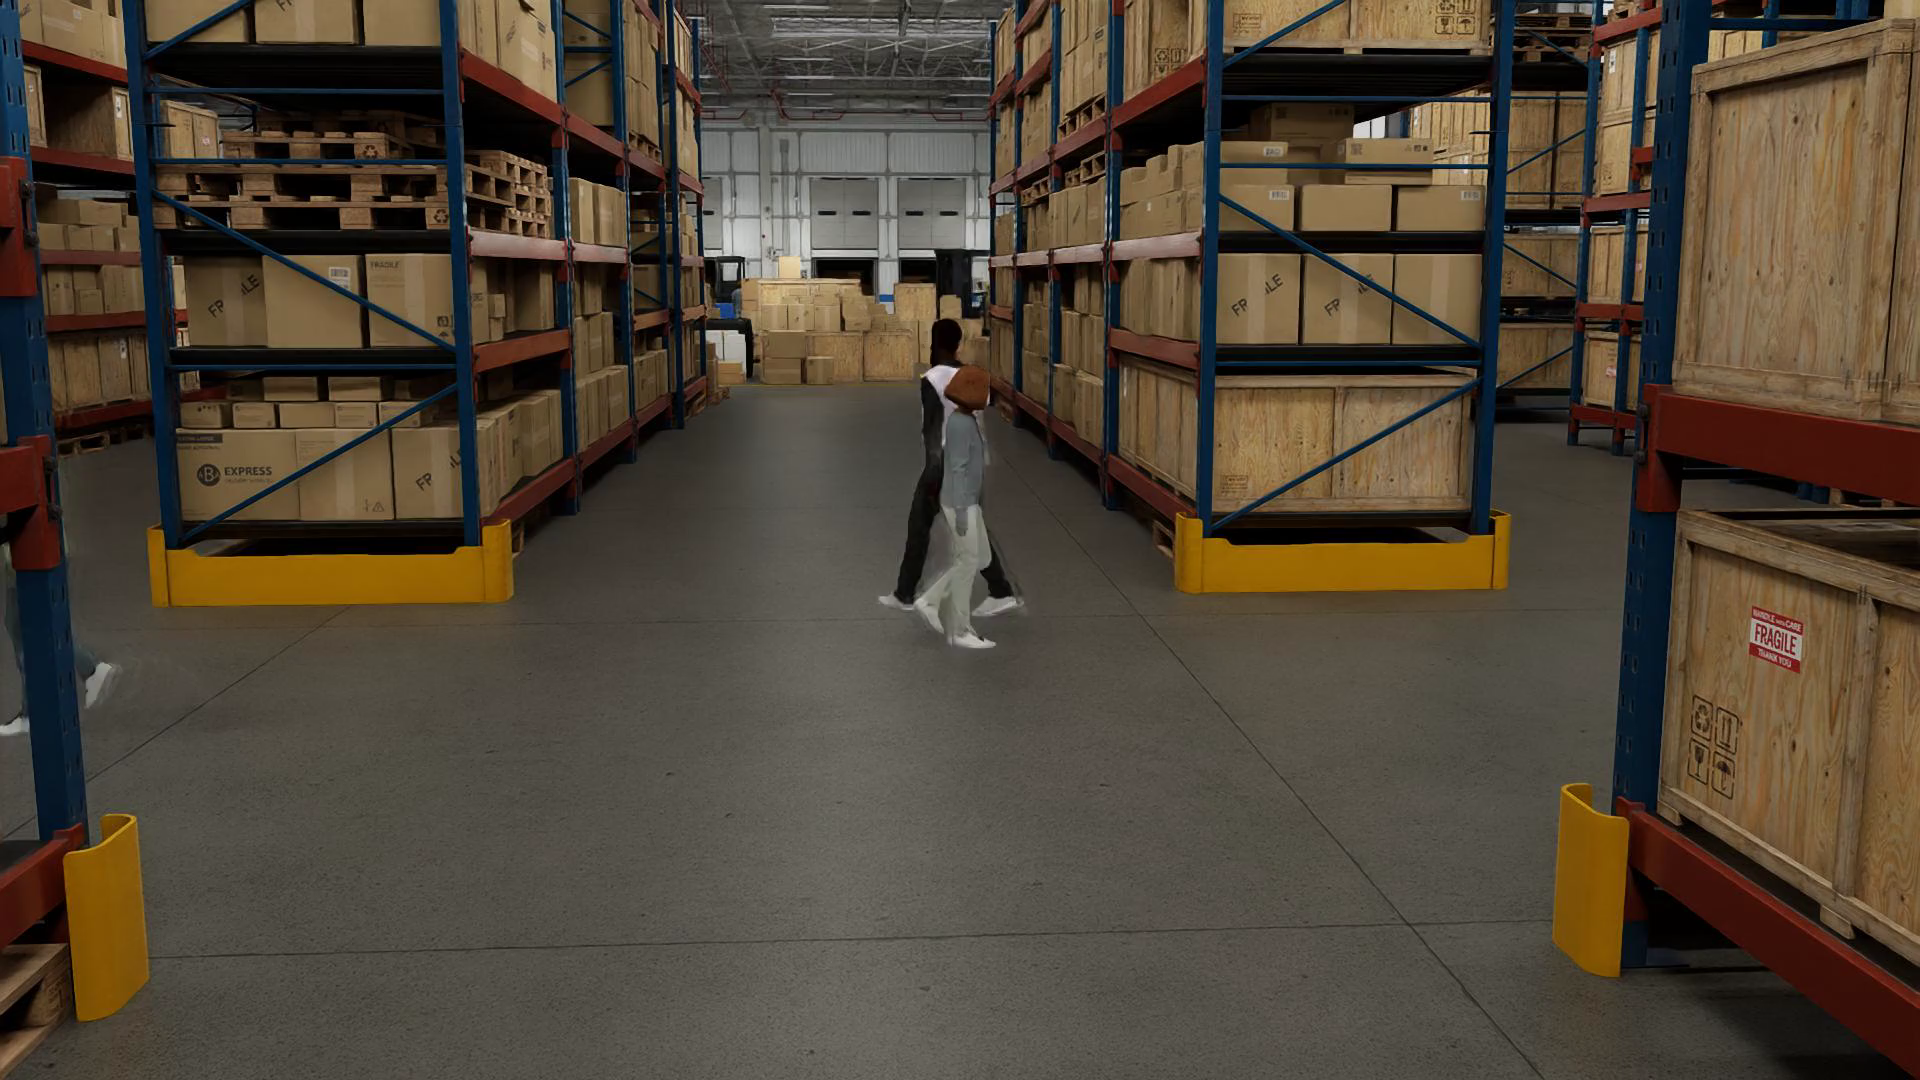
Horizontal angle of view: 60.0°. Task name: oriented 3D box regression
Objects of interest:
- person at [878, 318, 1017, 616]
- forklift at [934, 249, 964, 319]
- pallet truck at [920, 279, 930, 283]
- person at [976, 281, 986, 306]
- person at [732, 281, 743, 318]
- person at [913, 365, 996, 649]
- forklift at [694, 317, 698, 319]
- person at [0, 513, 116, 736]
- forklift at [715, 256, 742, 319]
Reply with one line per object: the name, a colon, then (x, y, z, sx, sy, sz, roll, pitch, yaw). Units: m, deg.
person: (-0.049, -0.451, 10.392, 0.959, 1.861, 0.640, 6, 11, 33)
forklift: (-0.308, -6.534, 45.360, 1.873, 2.768, 1.129, -7, 11, -36)
pallet truck: (-0.932, -8.922, 63.114, 1.885, 1.965, 0.823, 2, 9, 13)
person: (0.690, -8.323, 59.605, 0.691, 1.912, 0.627, -6, 11, -31)
person: (-7.111, -7.447, 54.038, 0.631, 1.940, 0.372, 5, 10, 26)
person: (-0.002, -0.186, 9.426, 0.415, 1.618, 0.523, 1, 9, 5)
forklift: (-5.880, -5.096, 36.328, 1.873, 2.768, 1.129, -1, 9, -5)
person: (-4.256, 0.093, 7.666, 0.450, 1.619, 0.522, -3, 10, -18)
forklift: (-8.573, -9.185, 62.001, 1.129, 2.768, 1.873, -1, 9, -4)
